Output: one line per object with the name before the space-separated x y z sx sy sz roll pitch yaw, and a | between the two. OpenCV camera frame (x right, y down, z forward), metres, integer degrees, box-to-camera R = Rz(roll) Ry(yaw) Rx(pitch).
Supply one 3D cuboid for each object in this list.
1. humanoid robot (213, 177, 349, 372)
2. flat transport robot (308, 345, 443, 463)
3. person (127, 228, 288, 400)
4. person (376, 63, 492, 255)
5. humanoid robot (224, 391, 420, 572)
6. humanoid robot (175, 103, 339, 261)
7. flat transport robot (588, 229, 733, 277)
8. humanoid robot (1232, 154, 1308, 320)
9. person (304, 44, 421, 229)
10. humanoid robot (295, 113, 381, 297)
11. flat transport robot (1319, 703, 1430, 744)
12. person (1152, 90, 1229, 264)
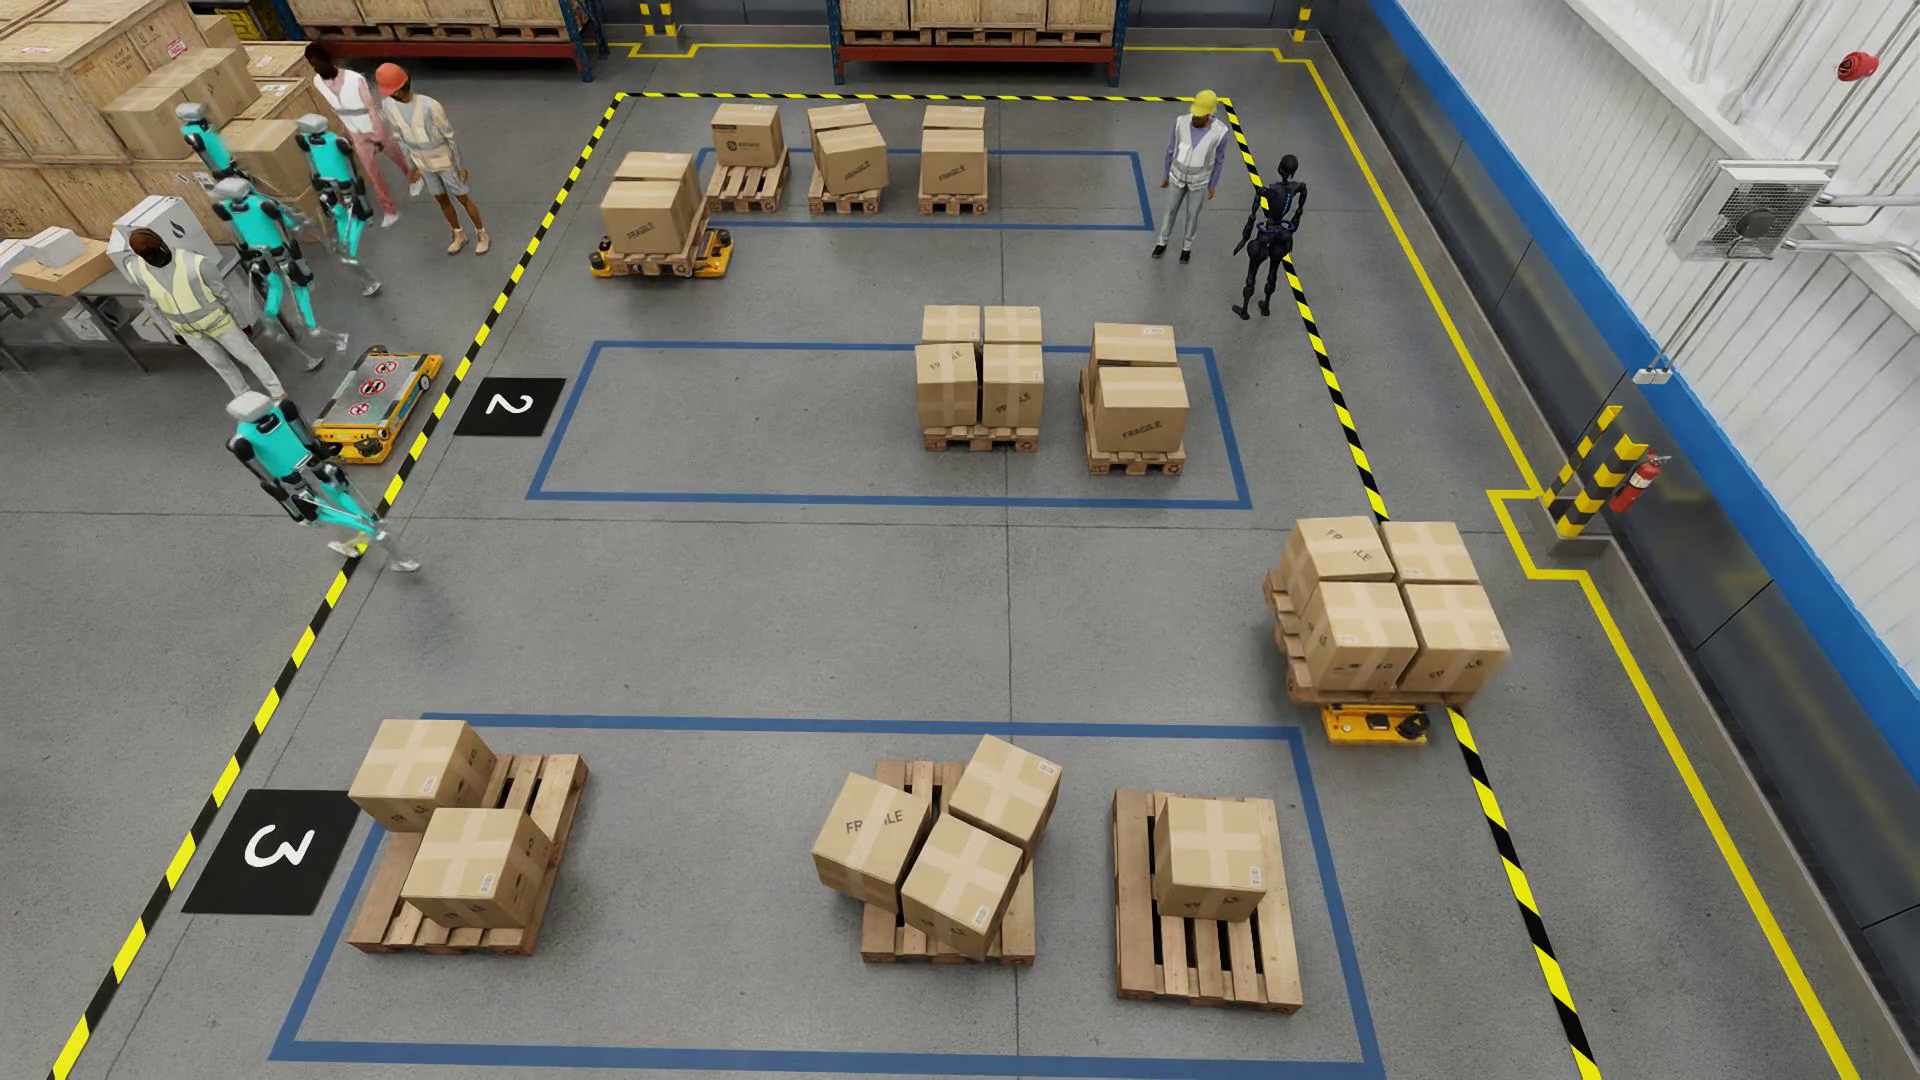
humanoid robot | -6.247 -2.275 8.339 0.539 1.764 0.898 -2 50 -2
flat transport robot | -5.383 -1.269 8.441 0.659 0.231 1.431 1 50 1
person | -6.485 -1.854 7.914 0.631 1.834 0.429 -10 51 -9
person | -5.465 -3.903 9.517 0.613 2.028 0.399 3 50 2
humanoid robot | -4.543 -0.321 6.698 1.048 1.742 0.542 10 51 8
humanoid robot | -7.172 -3.621 9.523 0.811 1.876 0.547 -18 52 -14
flat transport robot | -3.255 -3.150 10.014 1.431 0.197 0.652 0 50 0
humanoid robot | 3.000 -2.925 8.910 0.599 1.657 0.315 -8 50 -7
person | -6.611 -4.570 10.201 0.589 1.865 1.015 -1 50 -1
humanoid robot | -6.179 -3.181 9.136 0.560 1.821 0.836 7 50 6
flat transport robot | 2.870 0.793 6.678 0.652 0.197 1.431 1 50 1
person | 2.385 -3.751 9.521 0.586 1.825 0.404 19 52 15
